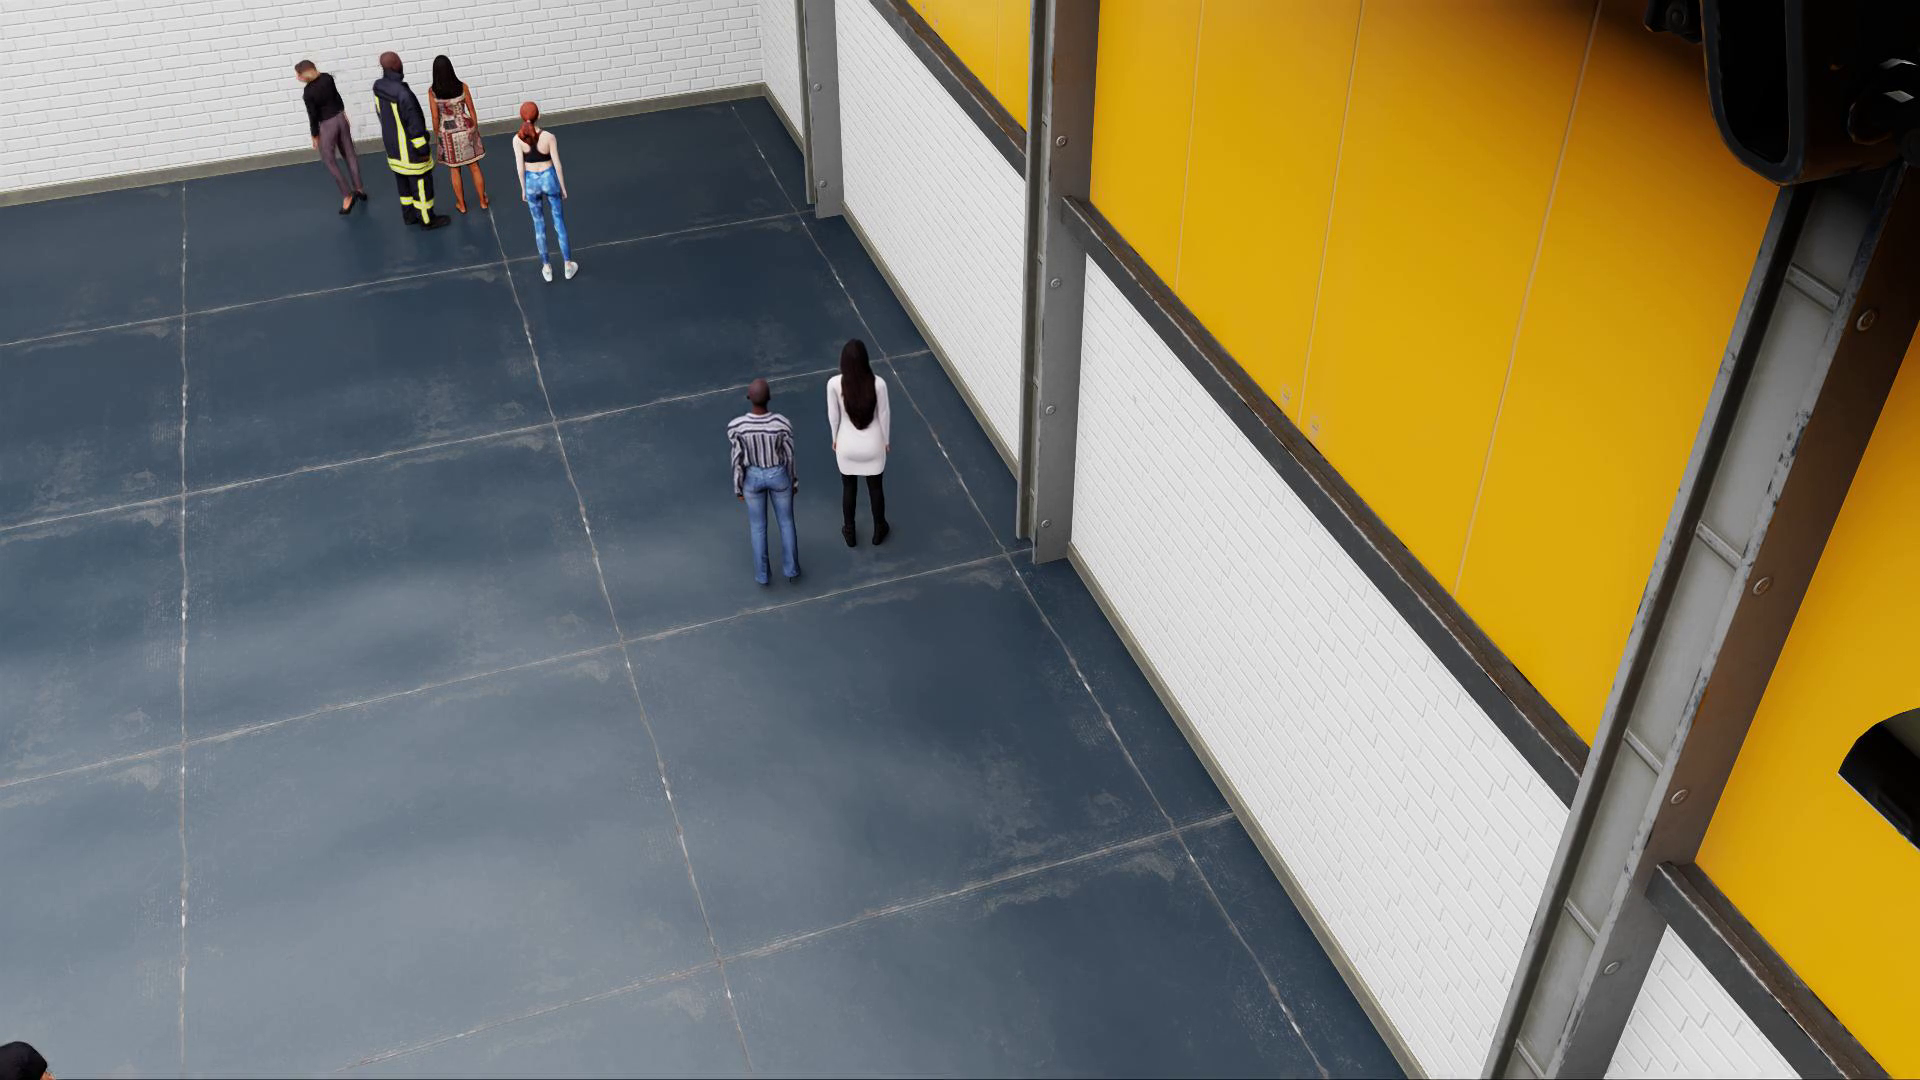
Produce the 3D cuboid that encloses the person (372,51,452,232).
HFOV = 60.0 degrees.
[{"bbox_3d":[-5.522,-3.988,16.577,0.807,1.822,0.921,27,46,30],"label":"person"}]

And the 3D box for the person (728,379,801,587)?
[{"bbox_3d":[-1.398,-0.402,12.107,0.661,1.796,0.593,-5,39,-6],"label":"person"}]

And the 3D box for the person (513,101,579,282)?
[{"bbox_3d":[-3.949,-3.303,15.748,0.607,1.784,0.598,-6,39,-8],"label":"person"}]

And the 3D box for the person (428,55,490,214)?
[{"bbox_3d":[-5.117,-4.128,16.893,0.660,1.645,0.534,-15,41,-18],"label":"person"}]

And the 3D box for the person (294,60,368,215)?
[{"bbox_3d":[-6.339,-4.171,16.953,0.798,1.637,0.727,25,45,28],"label":"person"}]

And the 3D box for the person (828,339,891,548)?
[{"bbox_3d":[-0.757,-0.713,12.487,0.673,1.808,0.641,-1,39,-1],"label":"person"}]
